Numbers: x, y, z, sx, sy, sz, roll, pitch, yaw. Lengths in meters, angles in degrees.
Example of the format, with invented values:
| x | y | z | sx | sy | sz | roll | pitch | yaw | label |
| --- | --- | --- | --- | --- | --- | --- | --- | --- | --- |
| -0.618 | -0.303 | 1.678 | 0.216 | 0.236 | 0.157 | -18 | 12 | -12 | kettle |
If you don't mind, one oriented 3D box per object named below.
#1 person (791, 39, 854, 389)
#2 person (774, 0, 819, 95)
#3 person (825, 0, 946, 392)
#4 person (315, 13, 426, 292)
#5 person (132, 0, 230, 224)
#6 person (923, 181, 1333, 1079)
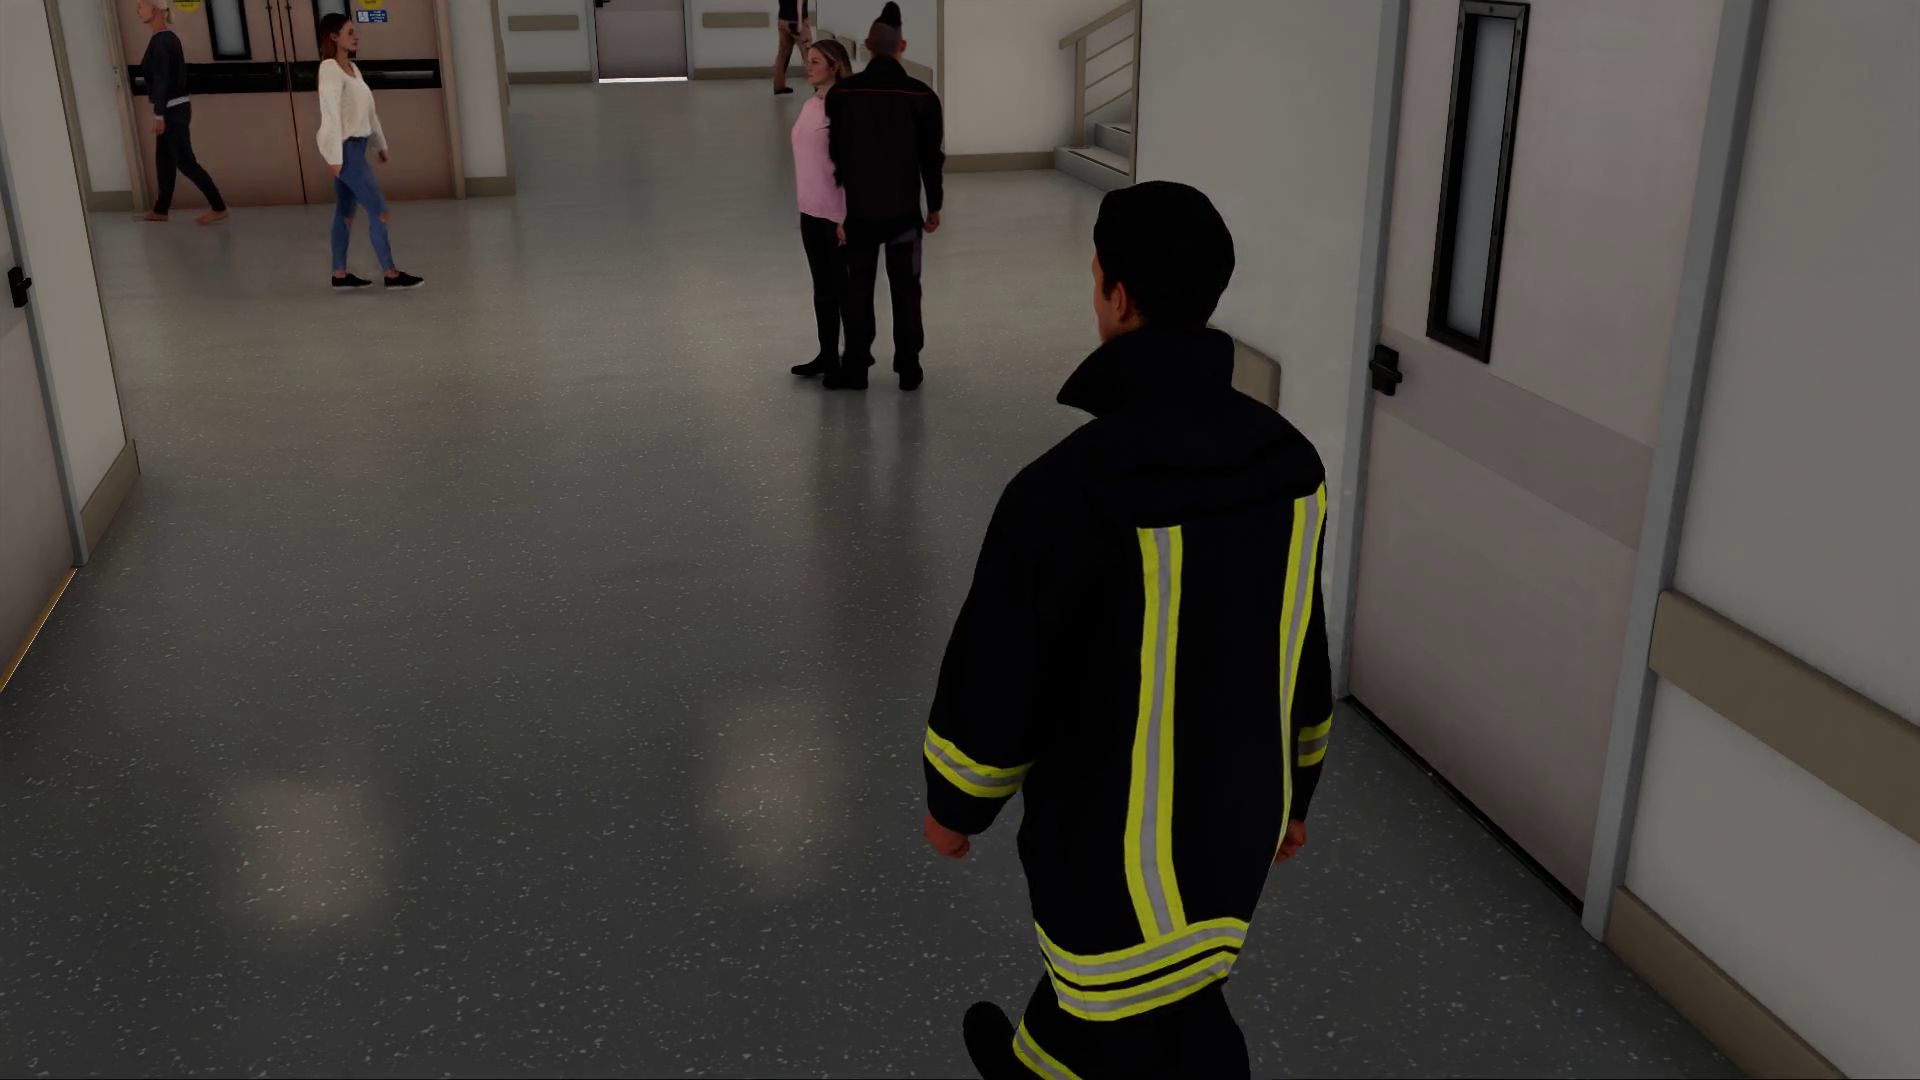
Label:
| x | y | z | sx | sy | sz | roll | pitch | yaw | label |
| --- | --- | --- | --- | --- | --- | --- | --- | --- | --- |
| -0.629 | -1.616 | 8.261 | 0.659 | 1.687 | 0.668 | -15 | 25 | -34 | person |
| -2.215 | -6.589 | 21.232 | 1.196 | 1.799 | 0.996 | -17 | 26 | -37 | person |
| -0.384 | -1.658 | 8.121 | 0.667 | 1.865 | 0.881 | 0 | 21 | 0 | person |
| -3.827 | -2.339 | 10.193 | 0.894 | 1.671 | 0.745 | -1 | 21 | -2 | person |
| -5.849 | -3.226 | 12.491 | 0.918 | 1.702 | 0.643 | -6 | 22 | -15 | person |
| 0.346 | 0.472 | 2.498 | 1.273 | 1.865 | 1.173 | -16 | 26 | -37 | person |
